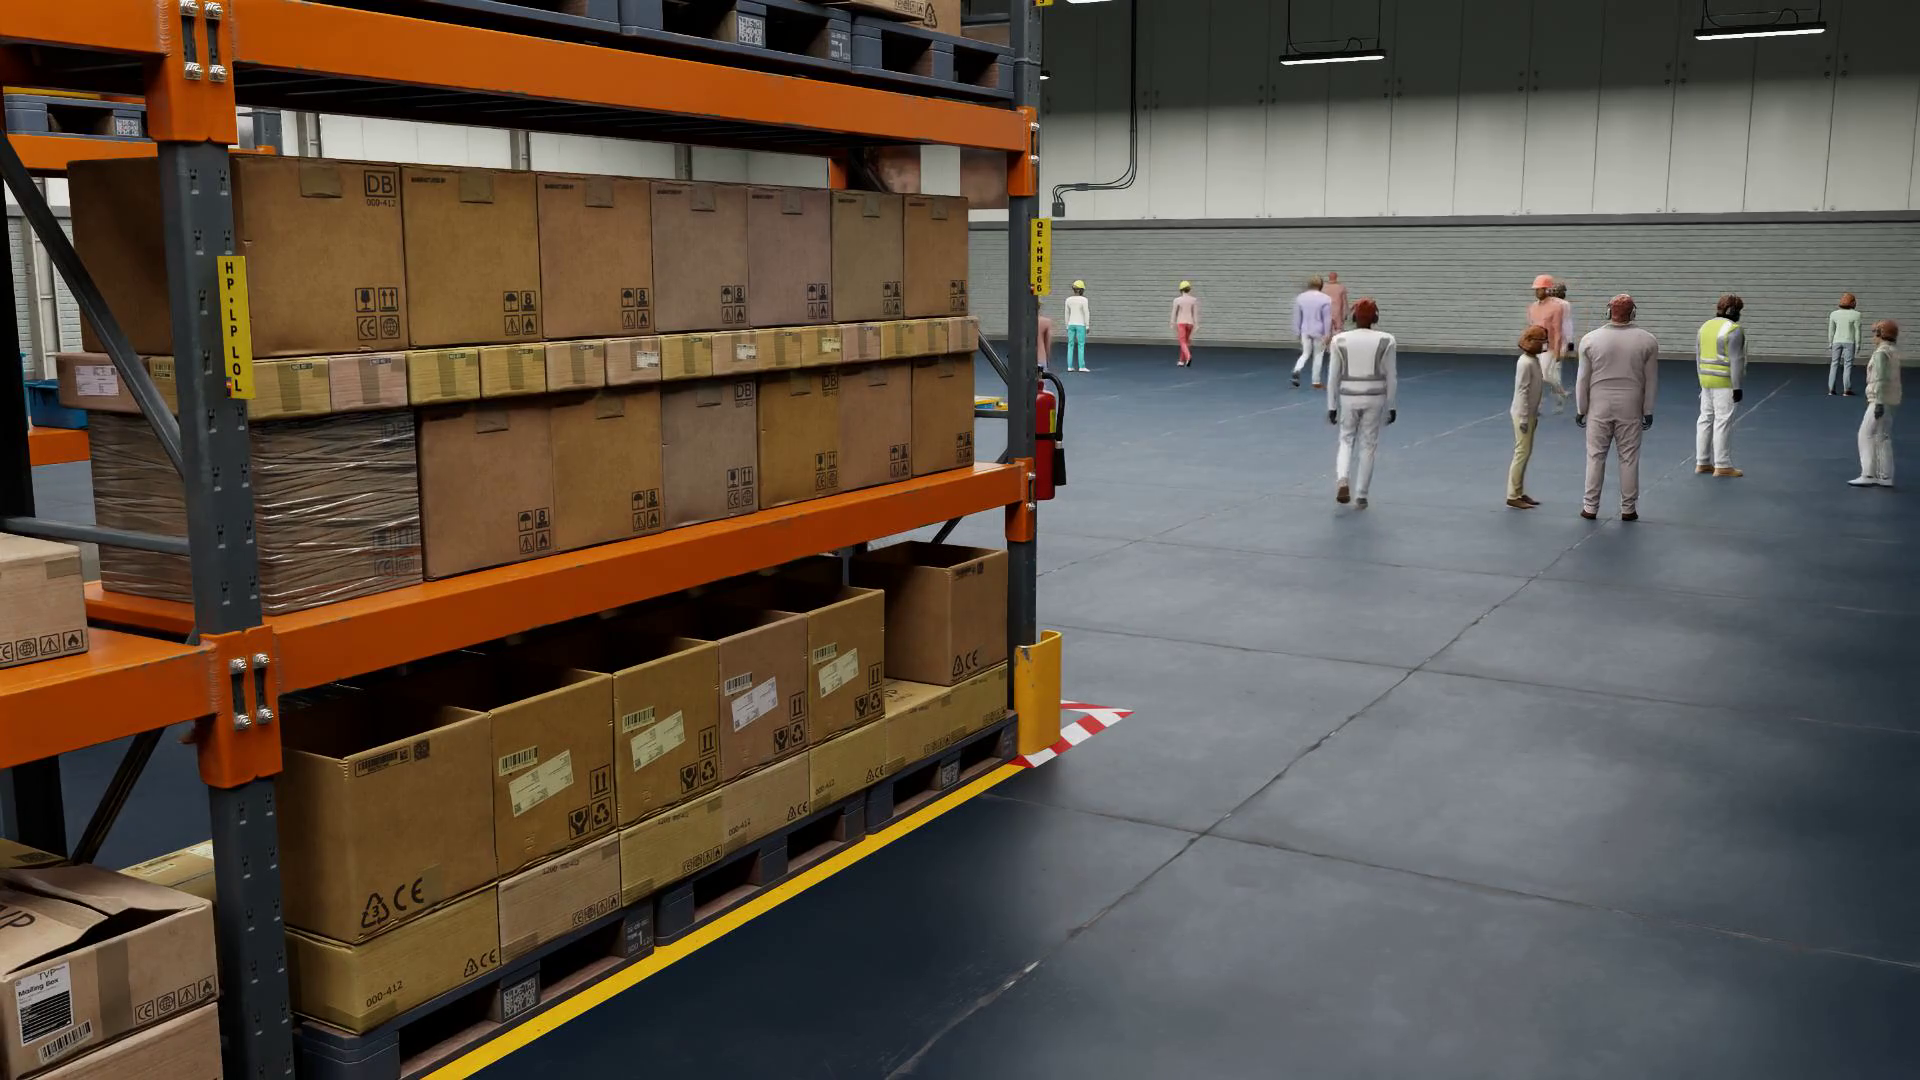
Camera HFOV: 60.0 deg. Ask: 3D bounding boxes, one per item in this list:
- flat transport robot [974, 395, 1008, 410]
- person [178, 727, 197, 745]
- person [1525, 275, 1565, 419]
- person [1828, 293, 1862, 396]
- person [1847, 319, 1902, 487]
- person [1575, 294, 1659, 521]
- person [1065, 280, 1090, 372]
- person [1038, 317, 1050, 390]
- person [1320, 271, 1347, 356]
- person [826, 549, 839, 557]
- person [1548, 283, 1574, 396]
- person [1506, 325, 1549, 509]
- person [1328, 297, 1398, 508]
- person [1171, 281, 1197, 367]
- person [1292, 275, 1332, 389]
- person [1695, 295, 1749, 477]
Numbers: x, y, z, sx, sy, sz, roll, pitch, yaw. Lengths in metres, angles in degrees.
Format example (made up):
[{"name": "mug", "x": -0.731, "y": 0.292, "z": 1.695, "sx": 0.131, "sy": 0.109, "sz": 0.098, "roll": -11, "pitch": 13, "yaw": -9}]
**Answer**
[{"name": "flat transport robot", "x": 0.073, "y": -1.887, "z": 23.361, "sx": 0.652, "sy": 0.197, "sz": 1.431, "roll": 5, "pitch": 11, "yaw": 28}, {"name": "person", "x": -3.427, "y": 0.117, "z": 7.687, "sx": 0.505, "sy": 1.621, "sz": 0.466, "roll": 4, "pitch": 10, "yaw": 22}, {"name": "person", "x": 7.966, "y": -2.623, "z": 22.680, "sx": 0.513, "sy": 1.973, "sz": 0.636, "roll": -4, "pitch": 11, "yaw": -25}, {"name": "person", "x": 14.167, "y": -3.127, "z": 26.637, "sx": 0.285, "sy": 1.633, "sz": 0.500, "roll": -8, "pitch": 12, "yaw": -38}, {"name": "person", "x": 8.897, "y": -1.314, "z": 16.052, "sx": 0.367, "sy": 1.614, "sz": 0.586, "roll": 8, "pitch": 13, "yaw": 41}, {"name": "person", "x": 5.534, "y": -1.112, "z": 14.046, "sx": 0.645, "sy": 1.908, "sz": 0.408, "roll": 3, "pitch": 10, "yaw": 19}, {"name": "person", "x": 2.269, "y": -4.107, "z": 32.017, "sx": 0.523, "sy": 1.760, "sz": 0.328, "roll": 7, "pitch": 12, "yaw": 35}, {"name": "person", "x": 0.921, "y": -2.354, "z": 21.833, "sx": 0.546, "sy": 1.736, "sz": 0.809, "roll": -2, "pitch": 10, "yaw": -14}, {"name": "person", "x": 8.315, "y": -5.054, "z": 37.130, "sx": 0.674, "sy": 1.895, "sz": 0.417, "roll": 5, "pitch": 11, "yaw": 26}, {"name": "person", "x": -0.820, "y": -0.438, "z": 9.747, "sx": 0.626, "sy": 2.028, "sz": 0.728, "roll": 6, "pitch": 11, "yaw": 32}, {"name": "person", "x": 9.377, "y": -3.164, "z": 26.342, "sx": 0.827, "sy": 1.814, "sz": 0.625, "roll": -3, "pitch": 10, "yaw": -17}, {"name": "person", "x": 5.034, "y": -1.093, "z": 14.758, "sx": 0.283, "sy": 1.626, "sz": 0.511, "roll": 5, "pitch": 11, "yaw": 29}, {"name": "person", "x": 3.545, "y": -1.199, "z": 14.655, "sx": 0.581, "sy": 1.869, "sz": 0.453, "roll": 4, "pitch": 10, "yaw": 21}, {"name": "person", "x": 4.541, "y": -4.356, "z": 33.524, "sx": 0.533, "sy": 1.735, "sz": 0.801, "roll": -3, "pitch": 10, "yaw": -16}, {"name": "person", "x": 5.871, "y": -3.459, "z": 27.756, "sx": 0.634, "sy": 1.918, "sz": 0.637, "roll": 8, "pitch": 13, "yaw": 40}, {"name": "person", "x": 7.745, "y": -1.563, "z": 16.895, "sx": 0.430, "sy": 1.838, "sz": 0.619, "roll": -2, "pitch": 10, "yaw": -11}]
